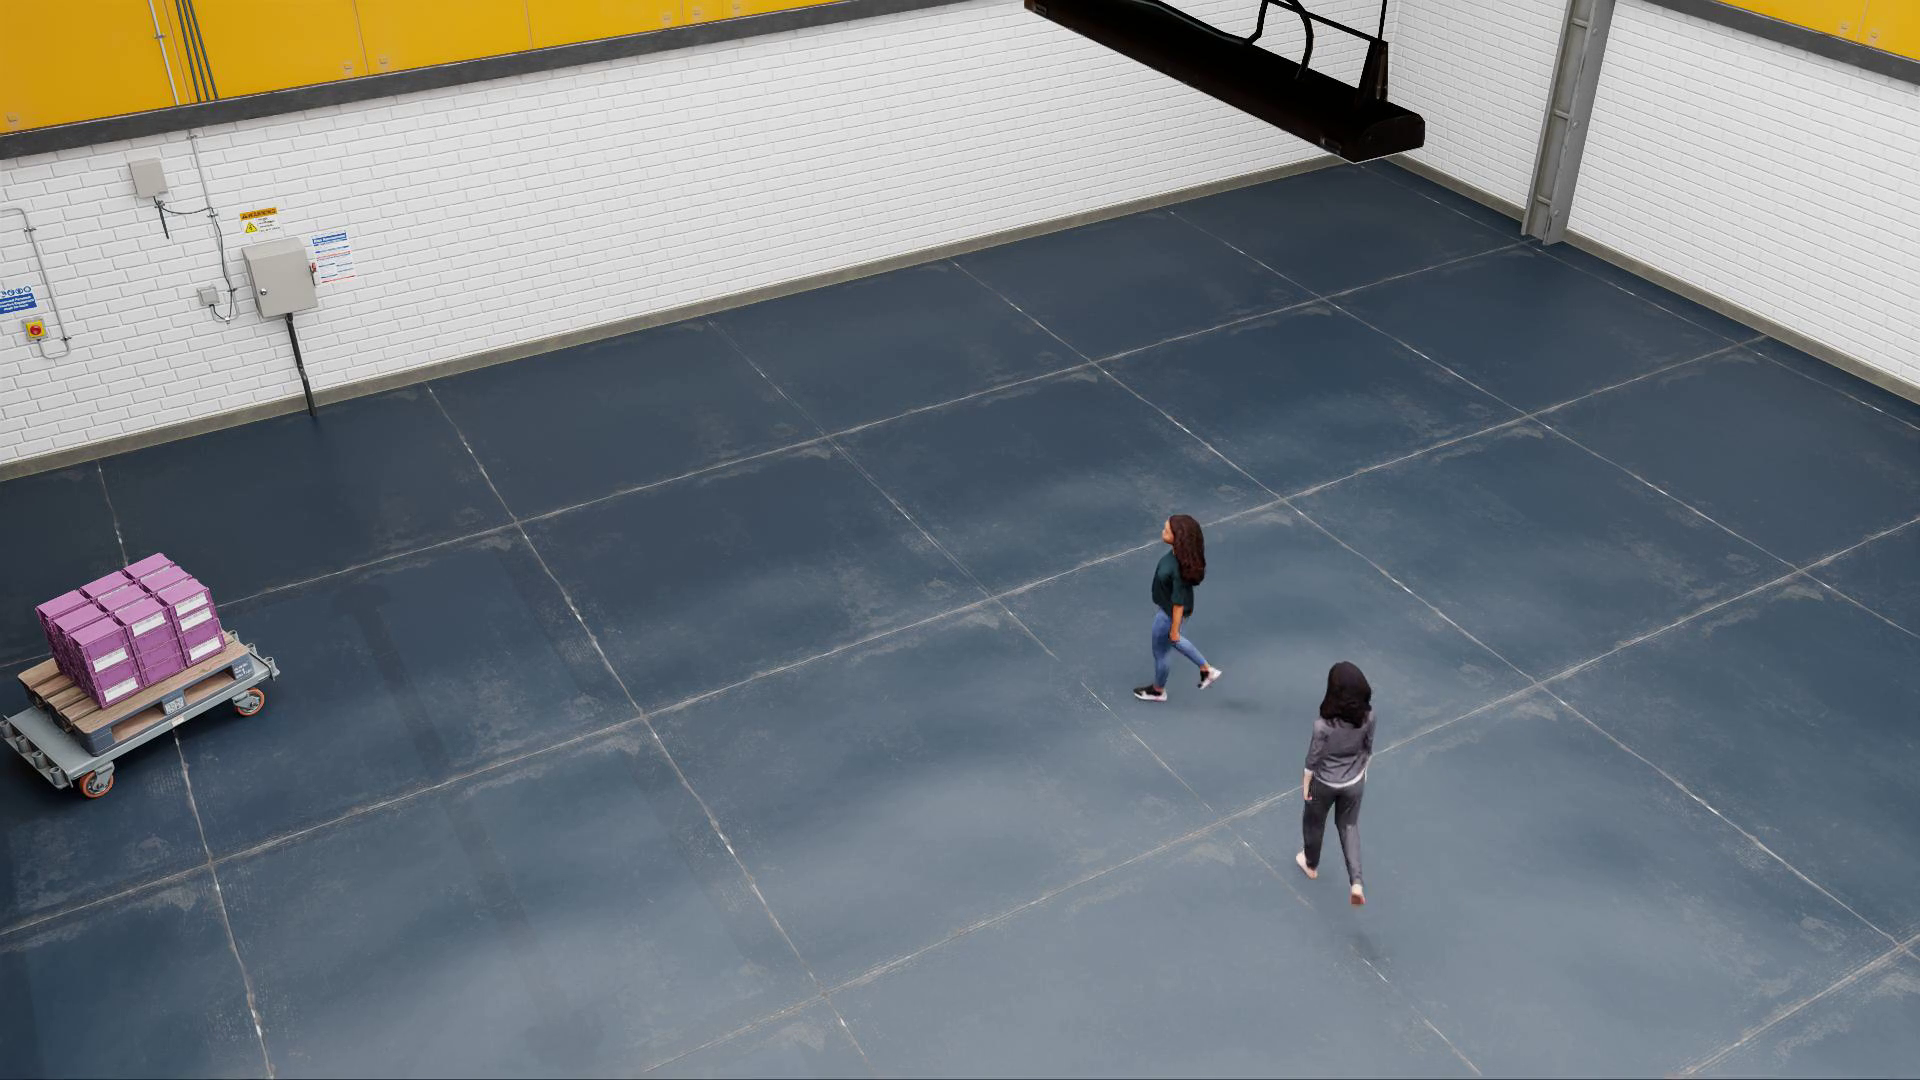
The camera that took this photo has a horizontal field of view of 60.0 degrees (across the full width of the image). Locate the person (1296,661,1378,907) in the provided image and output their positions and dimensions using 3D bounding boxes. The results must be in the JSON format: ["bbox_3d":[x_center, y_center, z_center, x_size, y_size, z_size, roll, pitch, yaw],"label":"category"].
[{"bbox_3d":[2.348,1.538,10.208,0.794,1.743,1.004,-6,34,-9],"label":"person"}]

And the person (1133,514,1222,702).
[{"bbox_3d":[1.604,0.513,11.873,0.944,1.608,0.895,7,34,10],"label":"person"}]
